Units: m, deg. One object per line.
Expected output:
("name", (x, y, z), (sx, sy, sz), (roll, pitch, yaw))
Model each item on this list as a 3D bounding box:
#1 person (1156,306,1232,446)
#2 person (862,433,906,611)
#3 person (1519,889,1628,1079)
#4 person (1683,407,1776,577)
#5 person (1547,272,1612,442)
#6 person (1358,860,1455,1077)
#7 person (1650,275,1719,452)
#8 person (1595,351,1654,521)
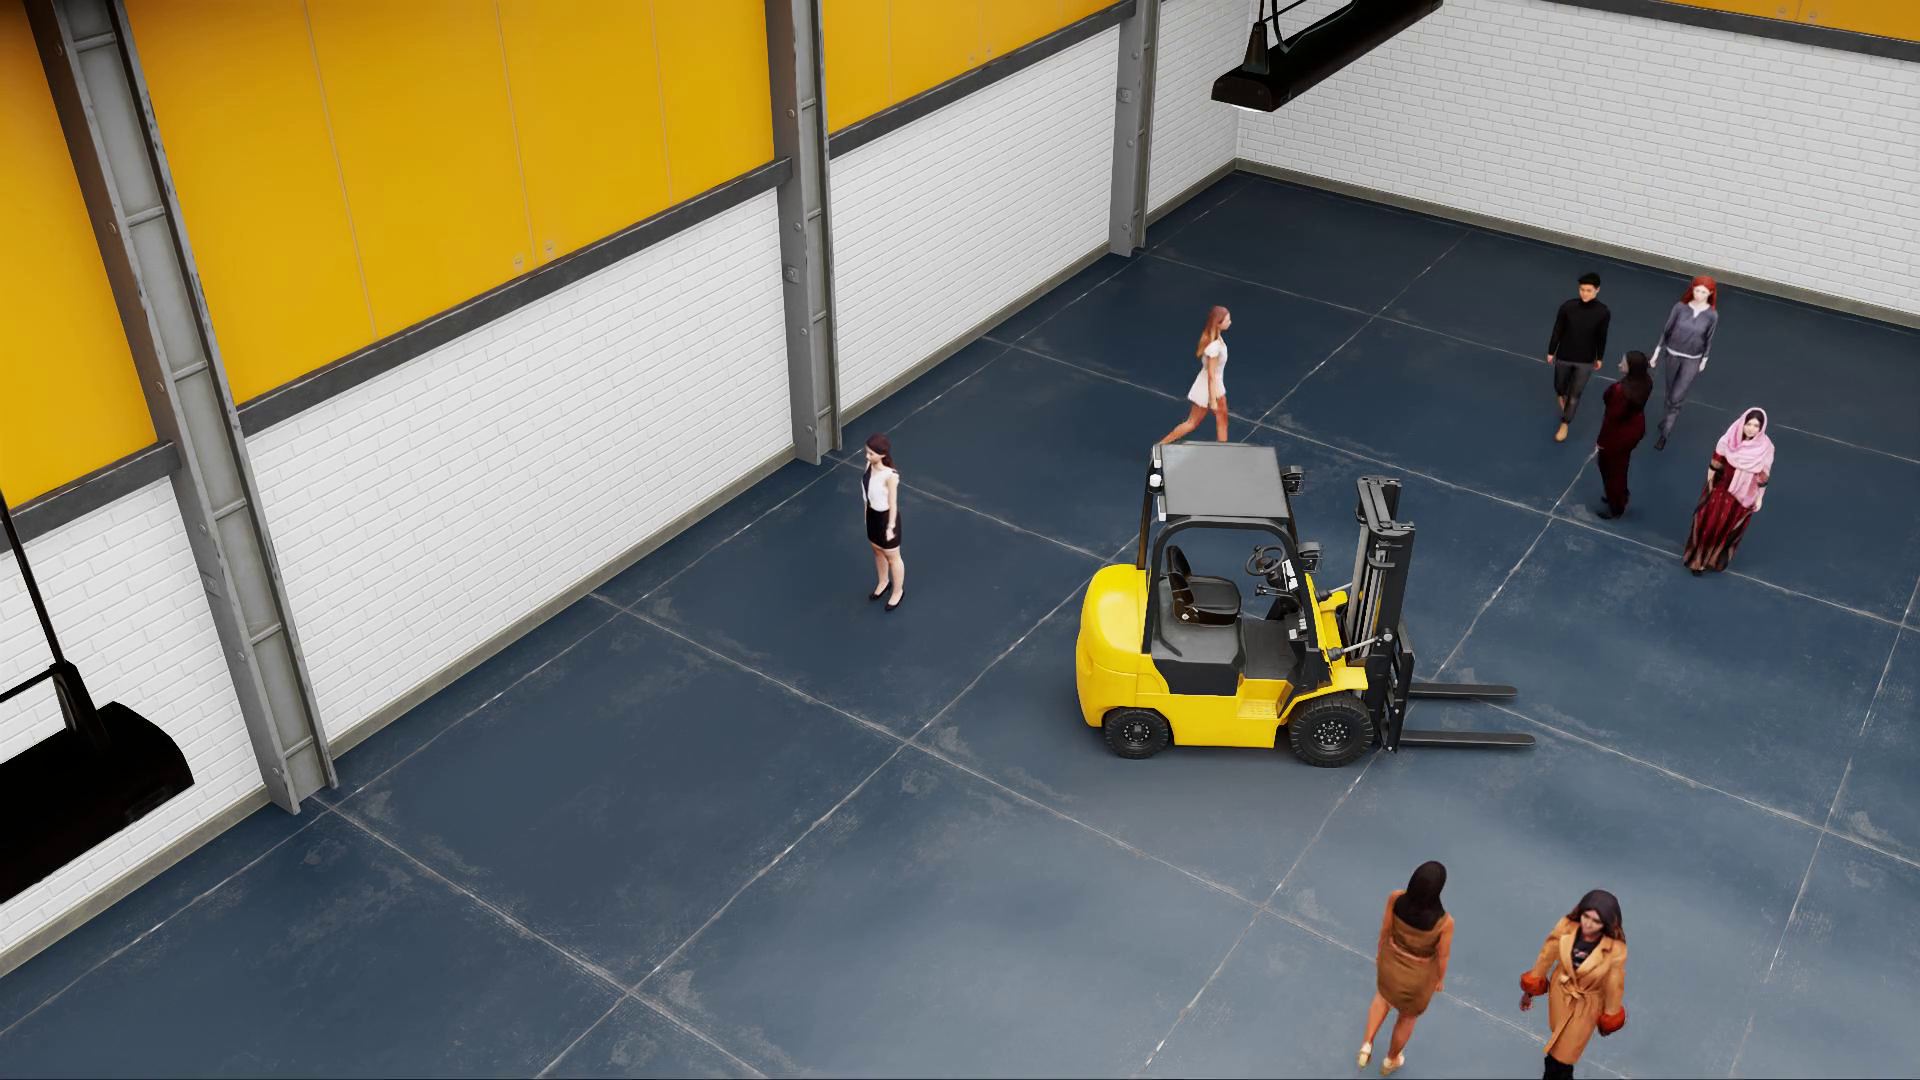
("person", (2.255, -1.425, 15.699), (0.990, 1.661, 1.138), (5, 34, 8))
("person", (-0.637, -0.160, 13.808), (0.576, 1.648, 0.590), (-26, 41, -33))
("person", (3.564, 2.632, 9.558), (0.917, 1.703, 0.845), (-23, 40, -31))
("person", (6.635, -0.466, 14.271), (0.768, 1.645, 0.808), (10, 35, 15))
("person", (6.062, -1.853, 16.307), (0.739, 1.700, 1.004), (16, 37, 22))
("person", (2.570, 2.558, 9.690), (0.591, 1.680, 0.689), (26, 42, 34))
("person", (7.037, -1.775, 16.166), (0.669, 1.728, 1.142), (25, 41, 33))
("person", (5.973, -0.936, 14.901), (0.583, 1.730, 0.765), (-23, 40, -31))
